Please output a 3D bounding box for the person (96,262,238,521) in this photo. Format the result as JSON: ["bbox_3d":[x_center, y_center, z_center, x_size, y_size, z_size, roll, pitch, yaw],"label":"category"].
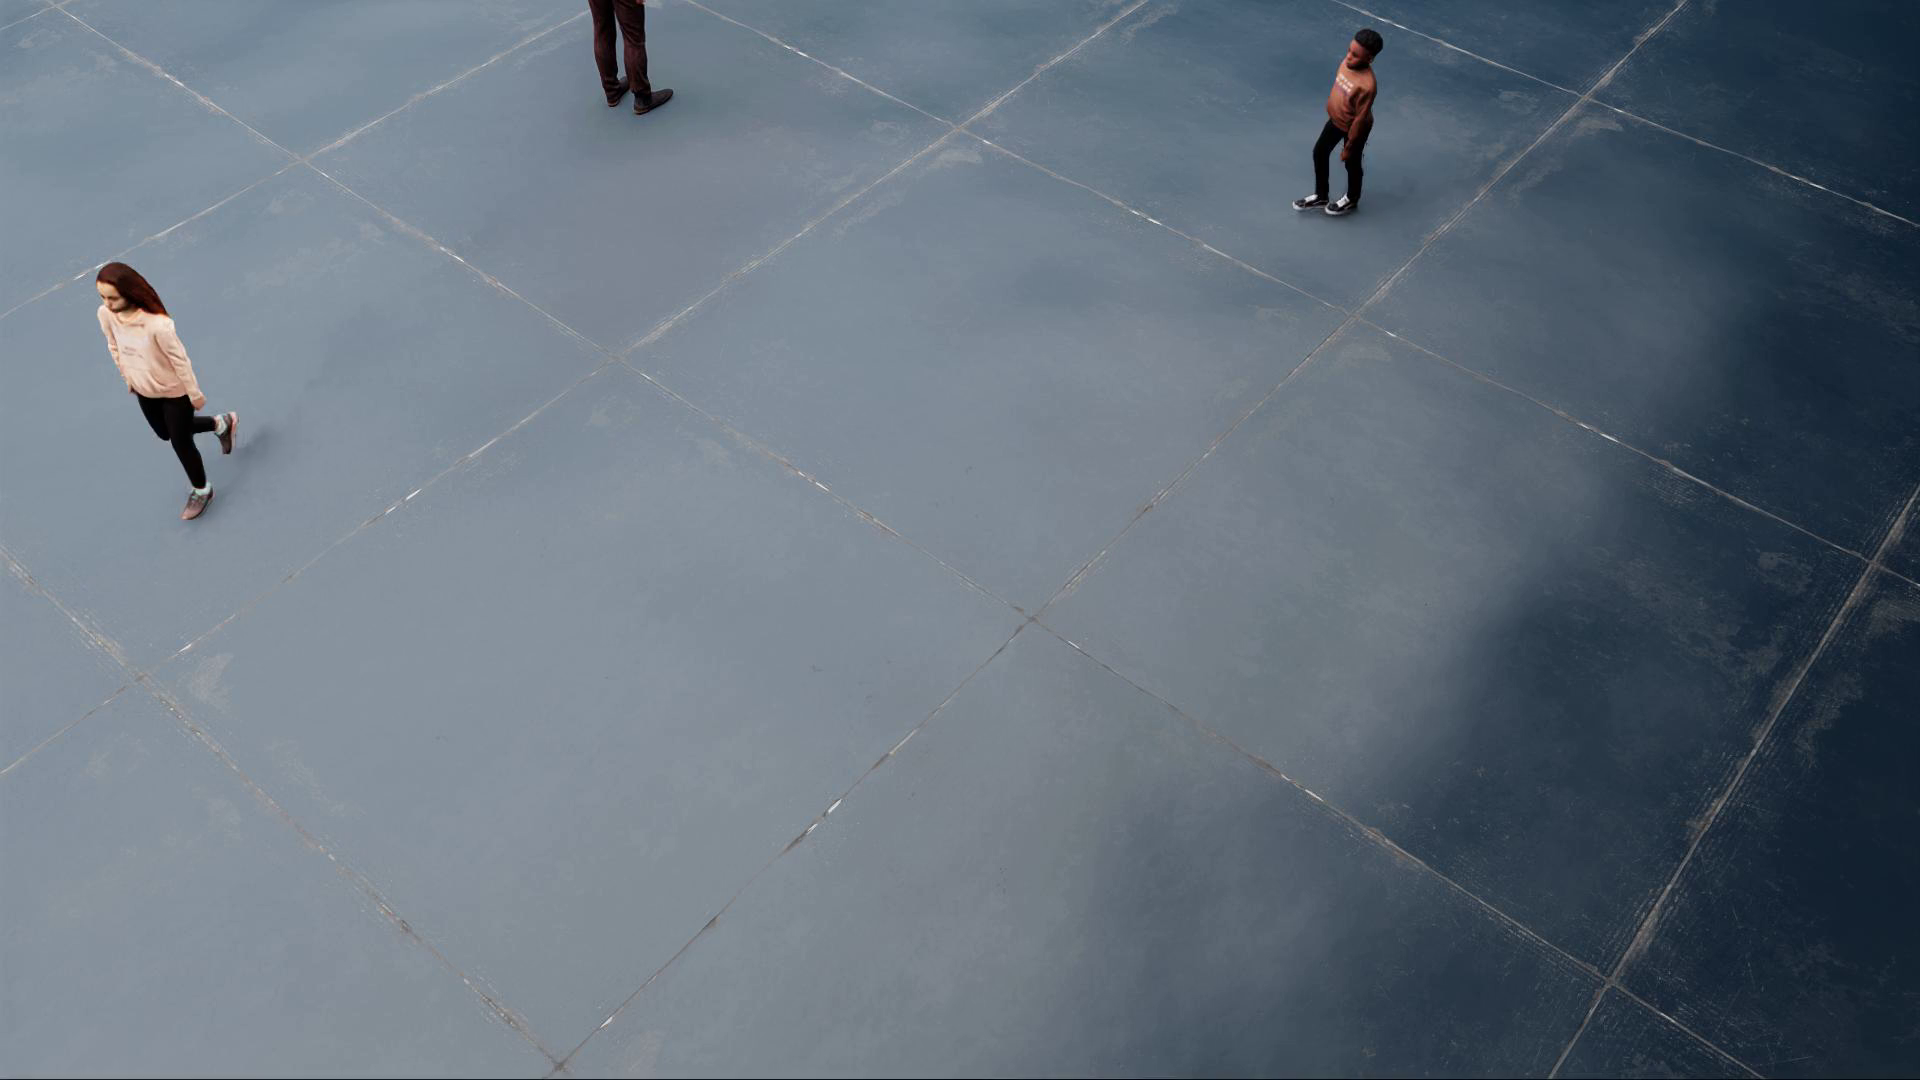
[{"bbox_3d":[-3.885,-0.792,8.181,0.742,1.465,0.907,14,49,12],"label":"person"}]

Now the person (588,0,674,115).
[{"bbox_3d":[-2.206,-3.566,10.473,0.735,1.866,0.682,20,50,18],"label":"person"}]

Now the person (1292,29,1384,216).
[{"bbox_3d":[2.375,-2.478,9.893,0.743,1.241,0.675,-15,49,-13],"label":"person"}]
